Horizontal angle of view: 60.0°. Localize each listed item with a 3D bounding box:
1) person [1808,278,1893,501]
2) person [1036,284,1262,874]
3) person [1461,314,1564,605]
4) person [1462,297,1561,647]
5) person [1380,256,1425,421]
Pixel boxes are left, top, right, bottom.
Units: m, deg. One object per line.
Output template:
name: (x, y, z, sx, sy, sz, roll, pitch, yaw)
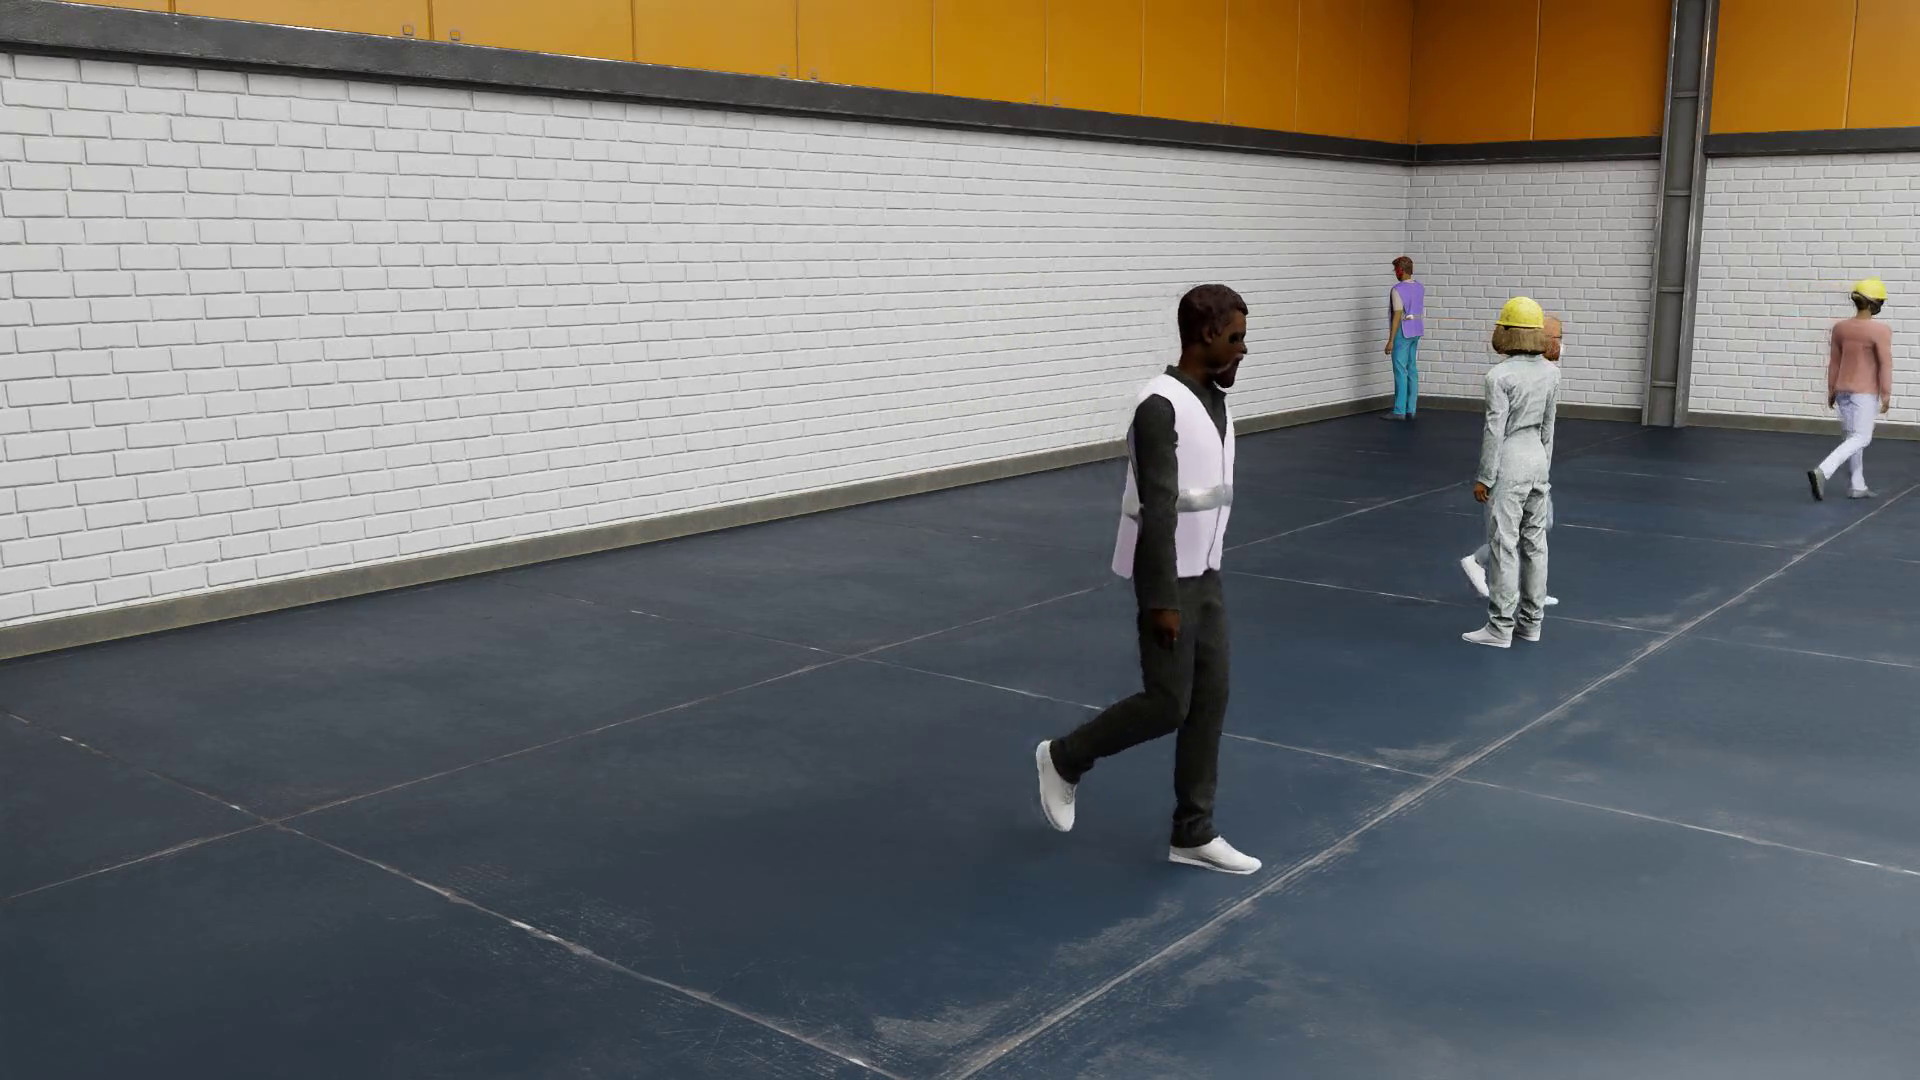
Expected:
person: (6.888, -1.150, 12.830, 0.760, 1.739, 0.533, -4, 11, -19)
person: (0.650, 0.119, 5.392, 0.692, 1.889, 0.627, 6, 12, 31)
person: (3.082, -0.430, 9.159, 0.455, 1.618, 0.516, 2, 10, 13)
person: (2.760, -0.336, 8.317, 0.487, 1.744, 0.297, -6, 12, -32)
person: (5.004, -2.259, 18.712, 0.563, 1.837, 0.389, -10, 14, -44)
